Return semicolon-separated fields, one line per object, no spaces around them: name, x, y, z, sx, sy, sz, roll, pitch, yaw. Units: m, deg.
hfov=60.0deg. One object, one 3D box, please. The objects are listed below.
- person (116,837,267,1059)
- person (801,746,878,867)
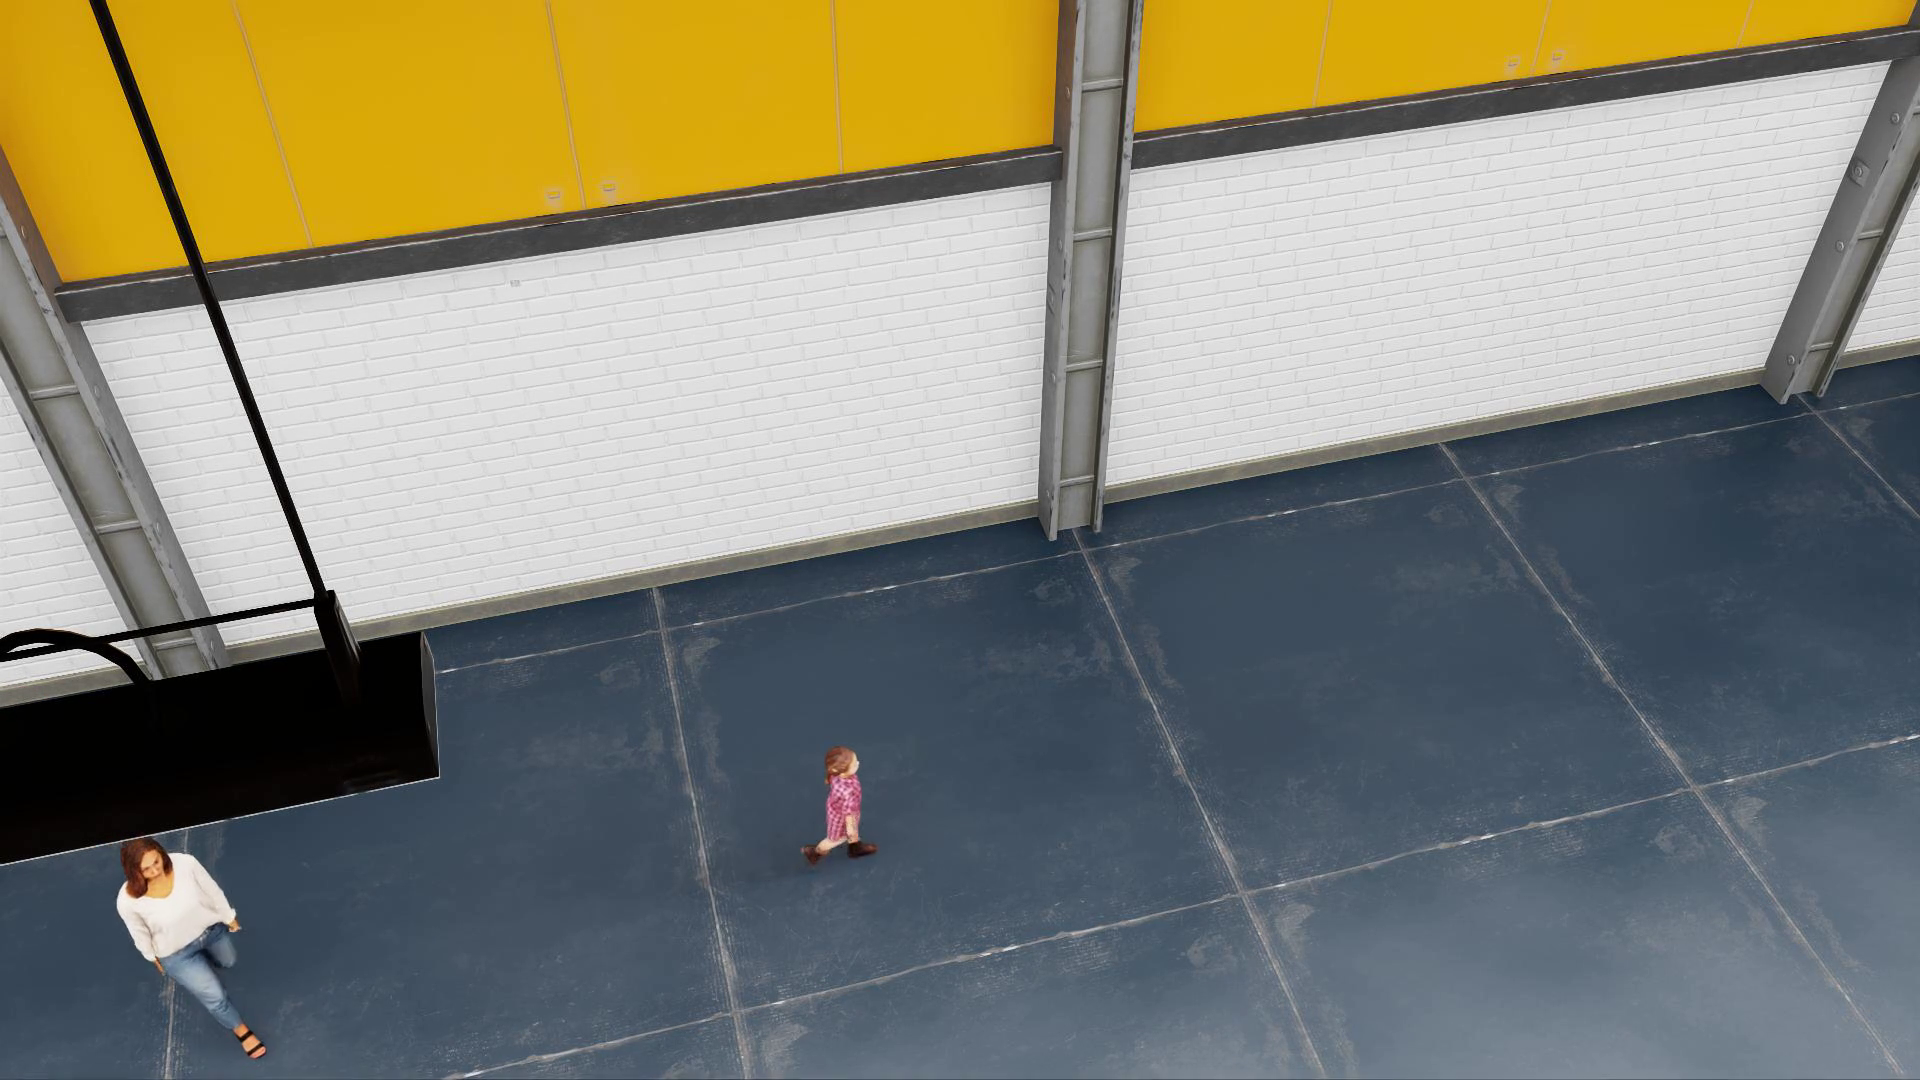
person;-4.017;2.010;8.606;1.007;1.659;1.027;31;52;29
person;-0.713;1.544;9.564;0.658;1.014;0.426;-11;45;-12
